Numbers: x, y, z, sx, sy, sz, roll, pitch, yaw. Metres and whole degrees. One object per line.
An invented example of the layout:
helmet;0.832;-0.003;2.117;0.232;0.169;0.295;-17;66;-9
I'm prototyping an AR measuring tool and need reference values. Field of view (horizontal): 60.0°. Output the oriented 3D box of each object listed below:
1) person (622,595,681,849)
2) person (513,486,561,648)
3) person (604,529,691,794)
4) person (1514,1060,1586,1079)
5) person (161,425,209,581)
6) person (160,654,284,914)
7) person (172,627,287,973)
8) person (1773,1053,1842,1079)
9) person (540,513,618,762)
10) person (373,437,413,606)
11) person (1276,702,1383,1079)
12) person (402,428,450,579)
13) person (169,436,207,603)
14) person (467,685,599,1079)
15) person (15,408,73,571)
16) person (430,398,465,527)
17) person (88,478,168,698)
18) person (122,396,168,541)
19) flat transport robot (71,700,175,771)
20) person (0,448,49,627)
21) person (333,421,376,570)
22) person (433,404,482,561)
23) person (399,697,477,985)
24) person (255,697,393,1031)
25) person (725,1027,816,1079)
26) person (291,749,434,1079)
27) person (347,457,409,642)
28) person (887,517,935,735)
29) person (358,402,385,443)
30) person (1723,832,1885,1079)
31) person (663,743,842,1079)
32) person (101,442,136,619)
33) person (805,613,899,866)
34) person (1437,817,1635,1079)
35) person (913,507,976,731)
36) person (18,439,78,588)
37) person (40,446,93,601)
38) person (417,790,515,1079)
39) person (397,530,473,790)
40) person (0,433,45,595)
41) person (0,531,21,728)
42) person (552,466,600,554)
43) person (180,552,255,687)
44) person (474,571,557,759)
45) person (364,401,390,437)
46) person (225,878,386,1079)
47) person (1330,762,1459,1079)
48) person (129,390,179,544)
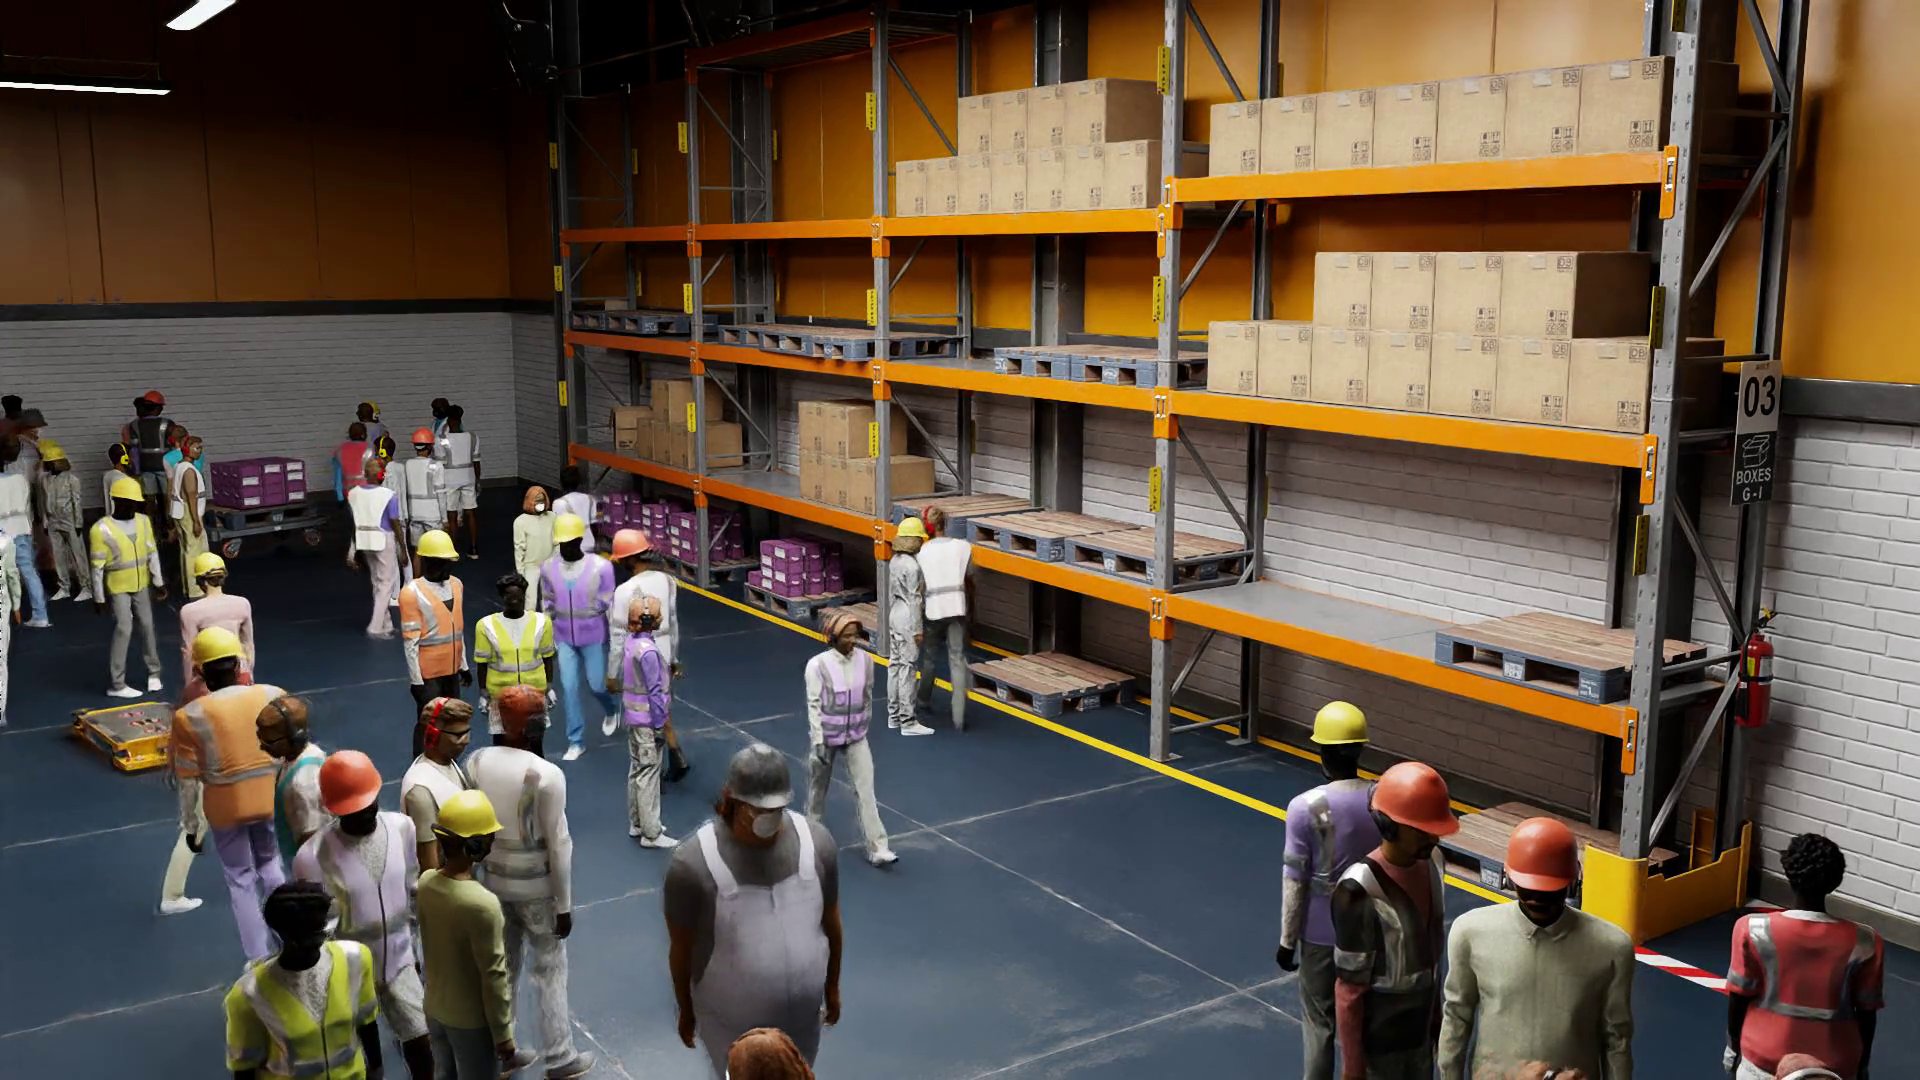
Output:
person;-2.016;1.168;10.735;0.306;1.640;0.522;-5;11;-26
person;-4.053;0.280;16.006;0.287;1.623;0.504;8;13;40
person;-2.229;0.860;11.767;0.466;1.904;0.575;5;11;29
person;1.494;2.207;4.700;0.536;1.618;0.556;-8;13;-40
person;-9.069;-0.429;19.518;0.377;1.839;0.567;4;10;21
person;-4.370;1.354;9.807;0.514;1.569;0.897;7;12;37
person;-3.755;1.388;8.664;0.612;1.901;0.441;-9;13;-41
person;2.007;2.168;4.072;0.643;1.913;0.410;0;10;0
person;-2.870;0.704;12.705;0.613;1.900;0.689;1;10;8
person;-6.203;-0.204;18.160;0.333;1.860;0.510;2;10;14
person;1.616;1.641;7.152;0.584;1.919;0.388;-4;11;-24
person;-5.889;-0.274;18.362;0.548;1.927;0.390;3;10;14
person;-8.501;-0.231;18.353;0.394;1.841;0.564;-6;12;-33
person;-1.970;1.584;7.657;0.585;1.884;0.426;5;11;29
person;-11.149;-0.589;19.873;0.763;2.000;0.699;-2;10;-10
person;-7.252;-1.095;23.472;0.639;1.830;0.429;9;13;43
person;-7.210;0.408;14.415;0.457;1.905;0.580;3;10;18
person;-10.815;-0.943;22.185;0.612;1.960;0.365;-3;10;-19
flat transport robot;-6.338;1.486;12.882;0.652;0.197;1.431;-9;13;-41
person;-9.844;-0.024;17.089;1.037;1.857;0.587;3;10;18
person;-7.370;-0.554;20.389;0.607;1.803;0.928;2;10;12
person;-6.296;-0.719;20.853;0.613;1.965;0.361;-8;13;-40
person;-2.360;1.612;7.553;0.388;1.837;0.564;-2;10;-9
person;-2.995;1.583;7.860;0.767;1.803;0.552;-4;10;-22
person;-0.527;2.185;4.810;0.277;1.629;0.504;-1;10;-7
person;-2.333;1.739;6.677;0.968;1.875;0.569;8;13;40
person;-5.745;0.097;16.456;0.584;1.834;0.523;4;10;20
person;-0.404;0.682;13.296;0.313;1.740;0.486;-4;10;-23
person;-7.996;-0.941;22.515;0.345;1.847;0.507;5;11;27
person;3.114;1.920;6.179;0.536;1.692;0.320;3;10;16
person;-0.816;1.692;6.487;0.686;2.000;0.853;-5;11;-28
person;-8.800;-0.093;17.502;0.509;1.862;0.327;6;11;32
person;-0.727;1.248;10.416;0.518;1.592;0.870;-6;11;-31
person;1.916;1.876;5.577;0.617;1.986;0.408;3;10;17
person;-0.158;0.611;13.568;0.644;1.782;0.941;-4;10;-20
person;-10.502;-0.302;19.169;0.936;1.714;0.533;-3;10;-19
person;-9.924;-0.180;18.382;0.486;1.735;0.338;2;10;10
person;-1.903;1.836;6.478;0.524;1.761;0.339;9;13;43
person;-3.622;0.881;11.573;0.363;1.929;0.585;4;10;21
person;-10.632;-0.288;18.711;0.340;1.839;0.503;7;12;34
person;-8.047;0.539;13.633;0.621;1.923;0.836;-5;11;-28
person;-3.967;0.083;16.985;0.588;1.673;0.550;5;11;29
person;-5.202;0.959;11.686;0.432;1.740;0.534;7;12;34
person;-3.011;1.043;11.300;0.541;1.696;0.316;-4;10;-21
person;-8.094;-1.012;23.004;0.403;1.824;0.592;-9;13;-41
person;-2.320;1.971;5.891;0.560;1.677;0.464;-10;14;-44
person;1.587;1.777;6.034;0.612;2.030;0.403;-10;14;-44
person;-10.637;-0.961;22.061;0.615;2.038;0.395;0;10;-2
